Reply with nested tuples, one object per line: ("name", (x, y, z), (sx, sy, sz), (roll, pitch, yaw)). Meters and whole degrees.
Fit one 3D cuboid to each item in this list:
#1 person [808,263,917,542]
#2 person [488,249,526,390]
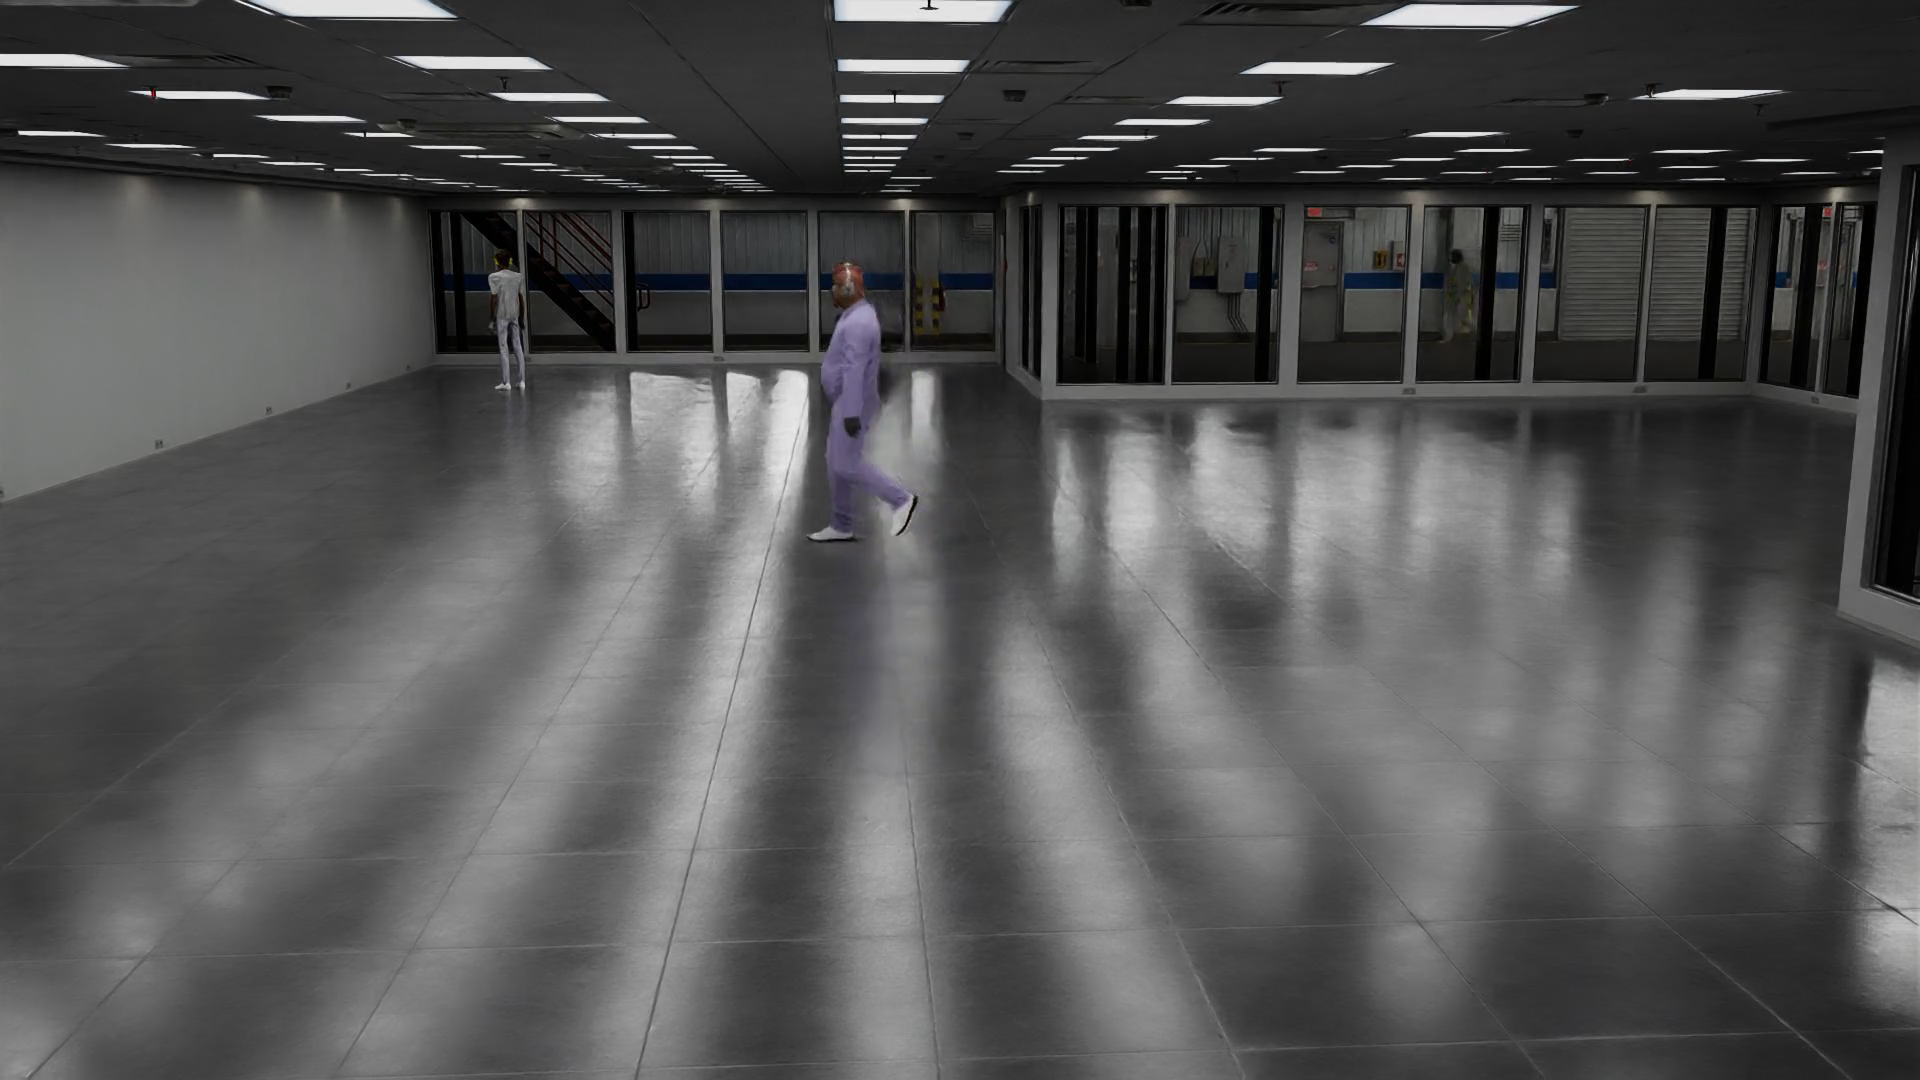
("person", (-0.669, -0.898, 11.077), (0.647, 1.875, 0.662), (-1, 11, -6))
("person", (-5.999, -2.910, 22.004), (0.528, 1.864, 0.315), (-10, 14, -42))
